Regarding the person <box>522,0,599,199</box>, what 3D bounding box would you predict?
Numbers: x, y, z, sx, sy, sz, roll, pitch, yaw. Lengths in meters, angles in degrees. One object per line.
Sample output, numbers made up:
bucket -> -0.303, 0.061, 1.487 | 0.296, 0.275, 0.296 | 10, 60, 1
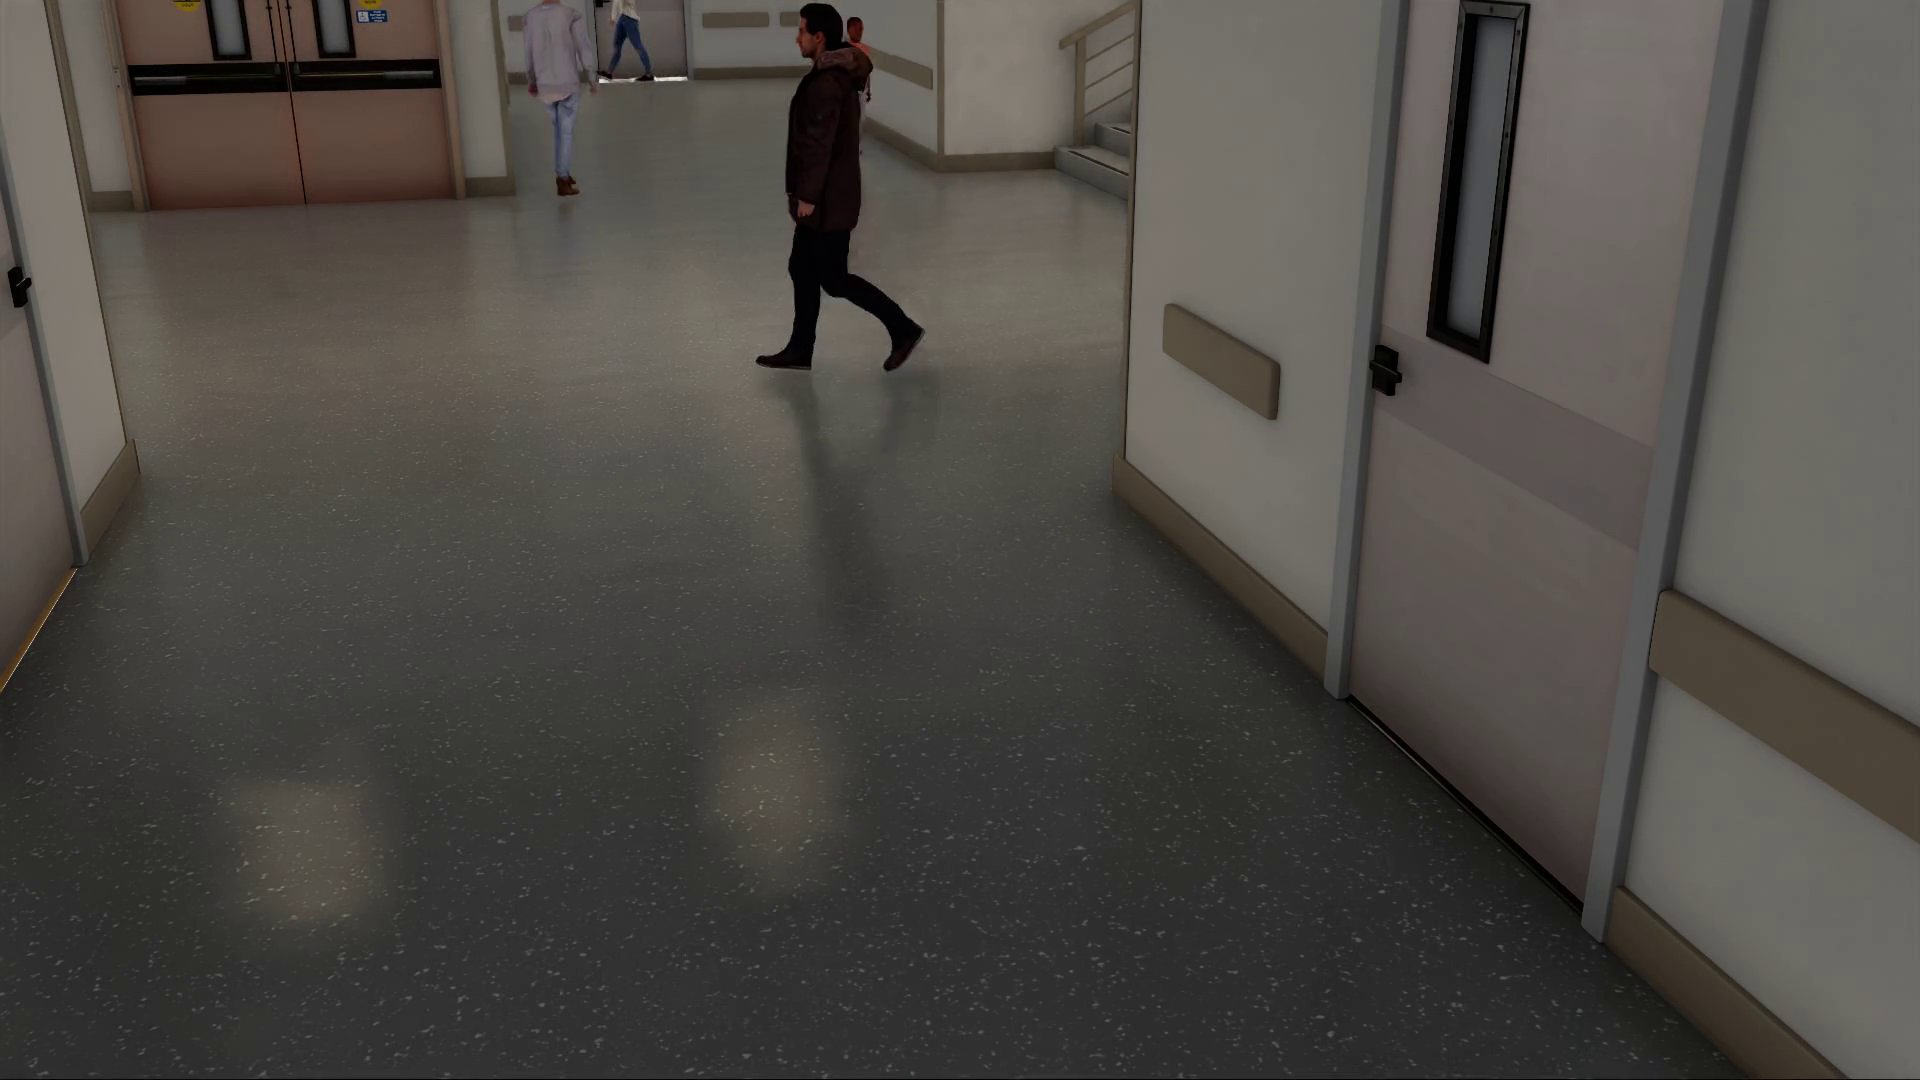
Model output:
person -> -3.328, -3.738, 13.679 | 0.909, 1.818, 0.959 | 6, 22, 16

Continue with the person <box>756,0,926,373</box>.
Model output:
person -> -0.592, -1.710, 8.318 | 1.137, 1.823, 0.831 | -2, 21, -6

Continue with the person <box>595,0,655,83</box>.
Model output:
person -> -4.442, -7.060, 22.688 | 1.050, 1.649, 0.676 | -4, 21, -11

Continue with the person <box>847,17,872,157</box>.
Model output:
person -> -1.051, -4.414, 16.195 | 0.575, 1.301, 0.572 | -6, 22, -17
